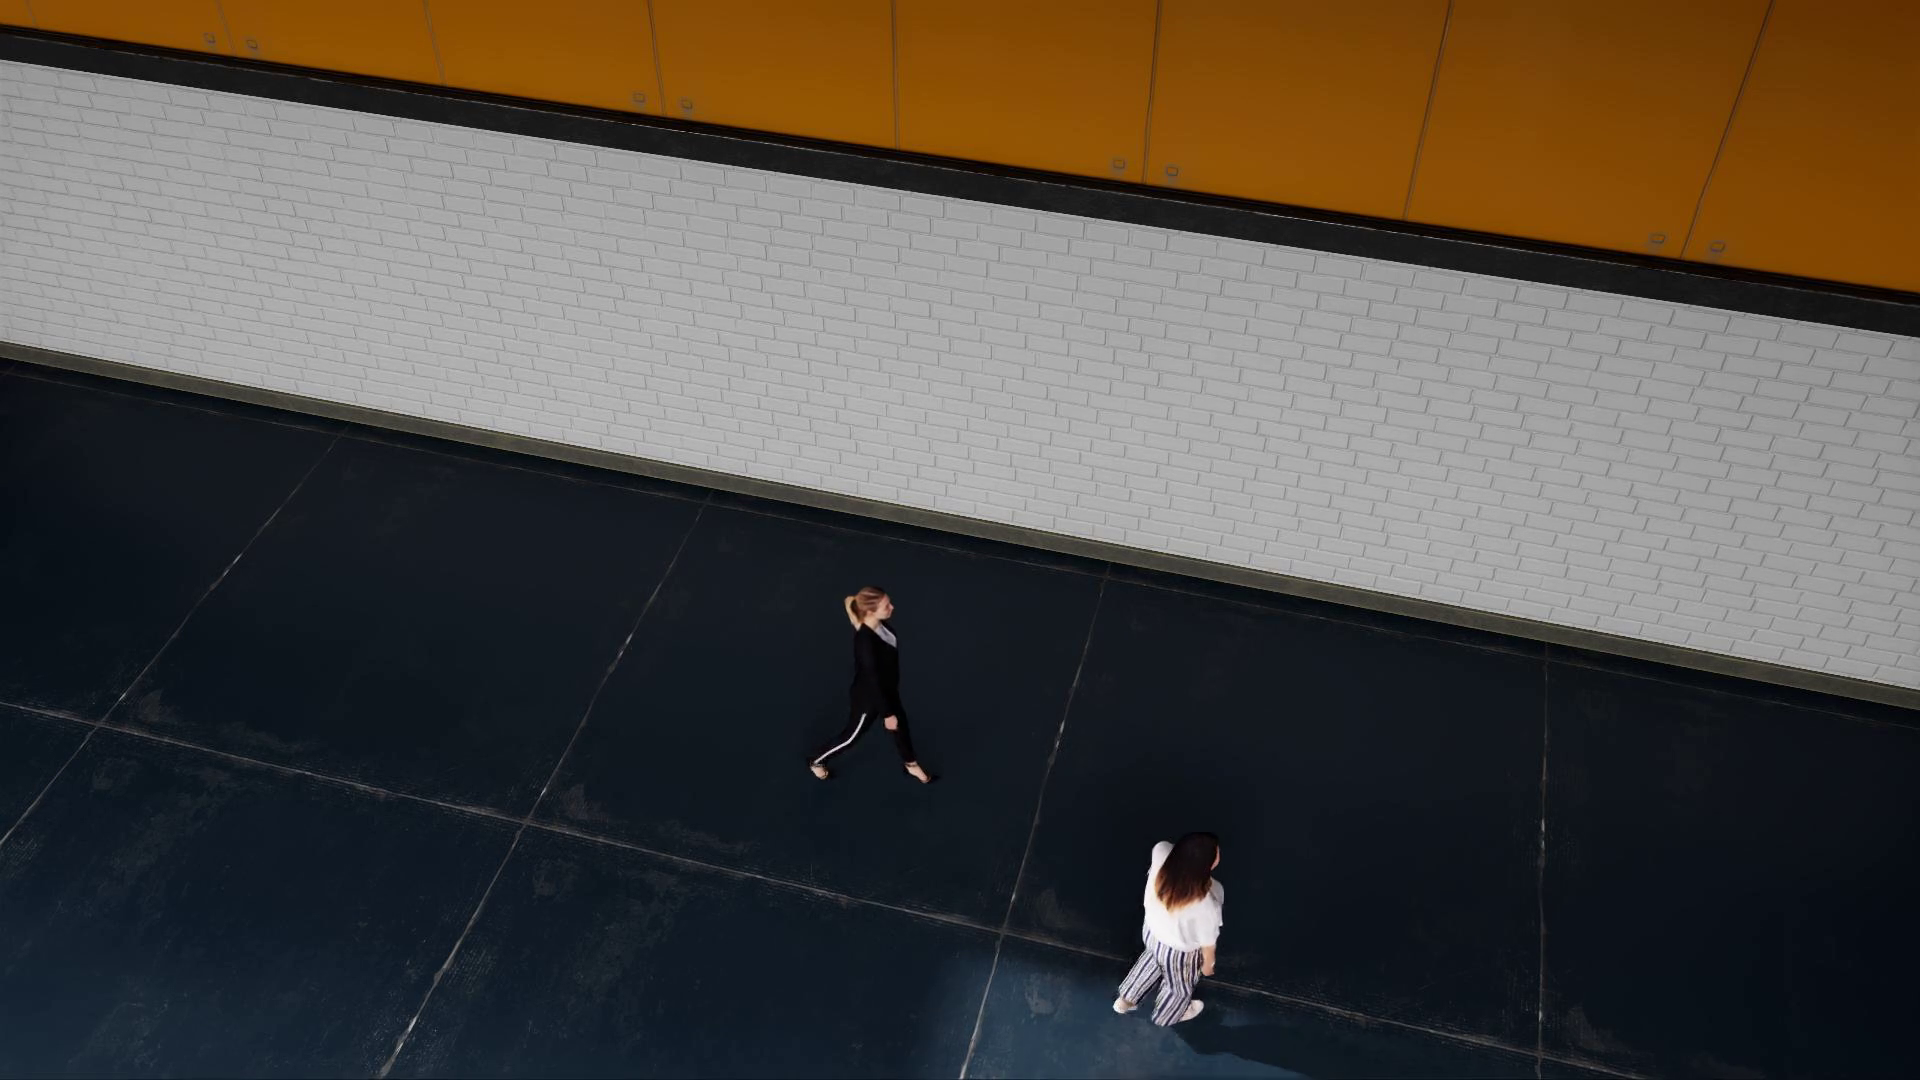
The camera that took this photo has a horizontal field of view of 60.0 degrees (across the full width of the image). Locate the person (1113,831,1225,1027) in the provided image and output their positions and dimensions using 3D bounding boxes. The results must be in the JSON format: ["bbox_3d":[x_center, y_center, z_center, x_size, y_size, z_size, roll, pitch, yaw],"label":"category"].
[{"bbox_3d":[1.065,2.049,8.591,0.942,1.672,0.882,-21,47,-20],"label":"person"}]

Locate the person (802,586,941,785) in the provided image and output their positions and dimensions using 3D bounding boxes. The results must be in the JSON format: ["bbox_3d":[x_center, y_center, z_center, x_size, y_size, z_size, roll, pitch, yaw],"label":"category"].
[{"bbox_3d":[-0.609,0.925,9.772,0.799,1.669,1.067,3,44,3],"label":"person"}]
